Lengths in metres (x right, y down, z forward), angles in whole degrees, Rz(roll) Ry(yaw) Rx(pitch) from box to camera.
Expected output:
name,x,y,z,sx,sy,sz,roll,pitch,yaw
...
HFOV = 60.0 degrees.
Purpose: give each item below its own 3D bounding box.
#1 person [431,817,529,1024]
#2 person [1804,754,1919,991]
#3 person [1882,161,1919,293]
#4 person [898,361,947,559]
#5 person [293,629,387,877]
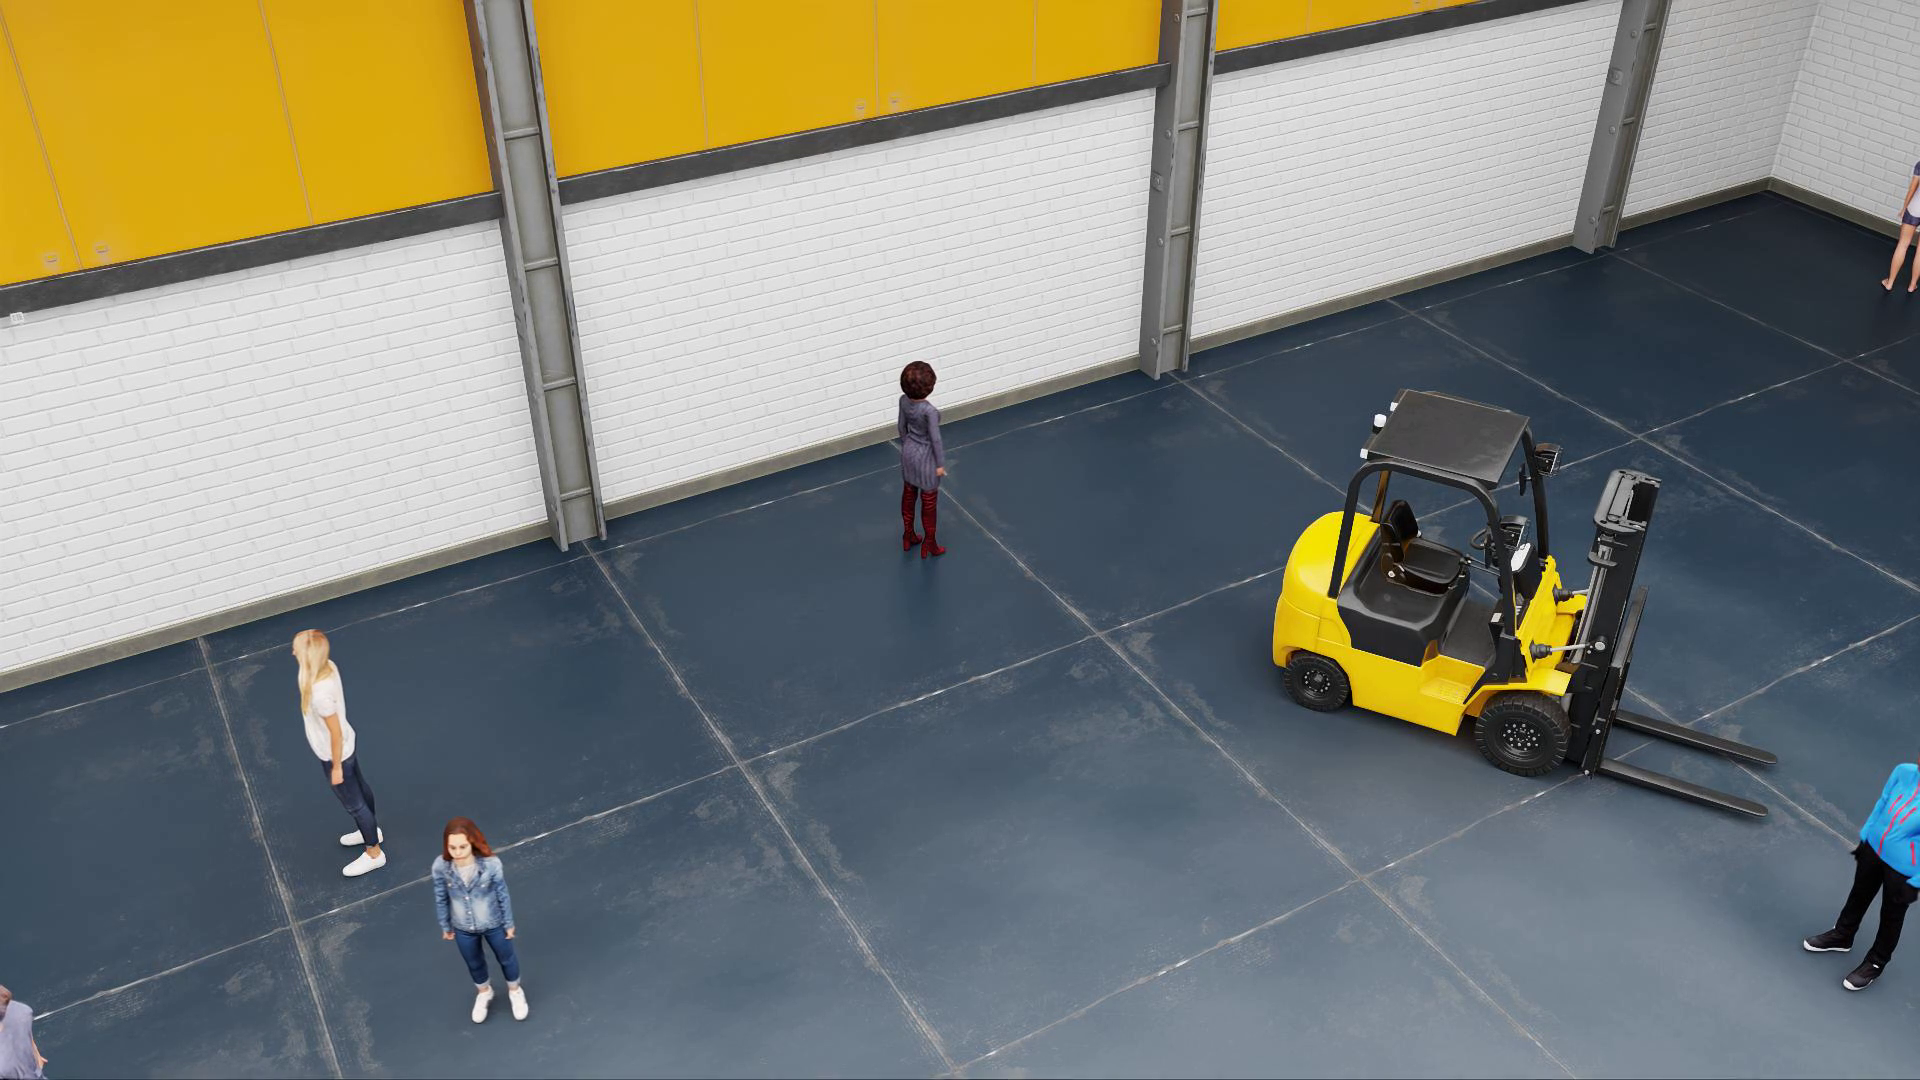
name,x,y,z,sx,sy,sz,roll,pitch,yaw
person,-2.695,2.128,9.348,0.561,1.473,0.686,-2,34,-4
person,5.377,1.814,9.531,0.598,1.793,0.643,-11,35,-16
person,10.145,-3.445,17.498,0.681,1.733,0.728,11,35,16
person,-0.323,-0.640,13.297,0.594,1.710,0.635,-29,43,-36
person,-3.842,1.296,10.295,0.556,1.809,0.647,-11,35,-16
